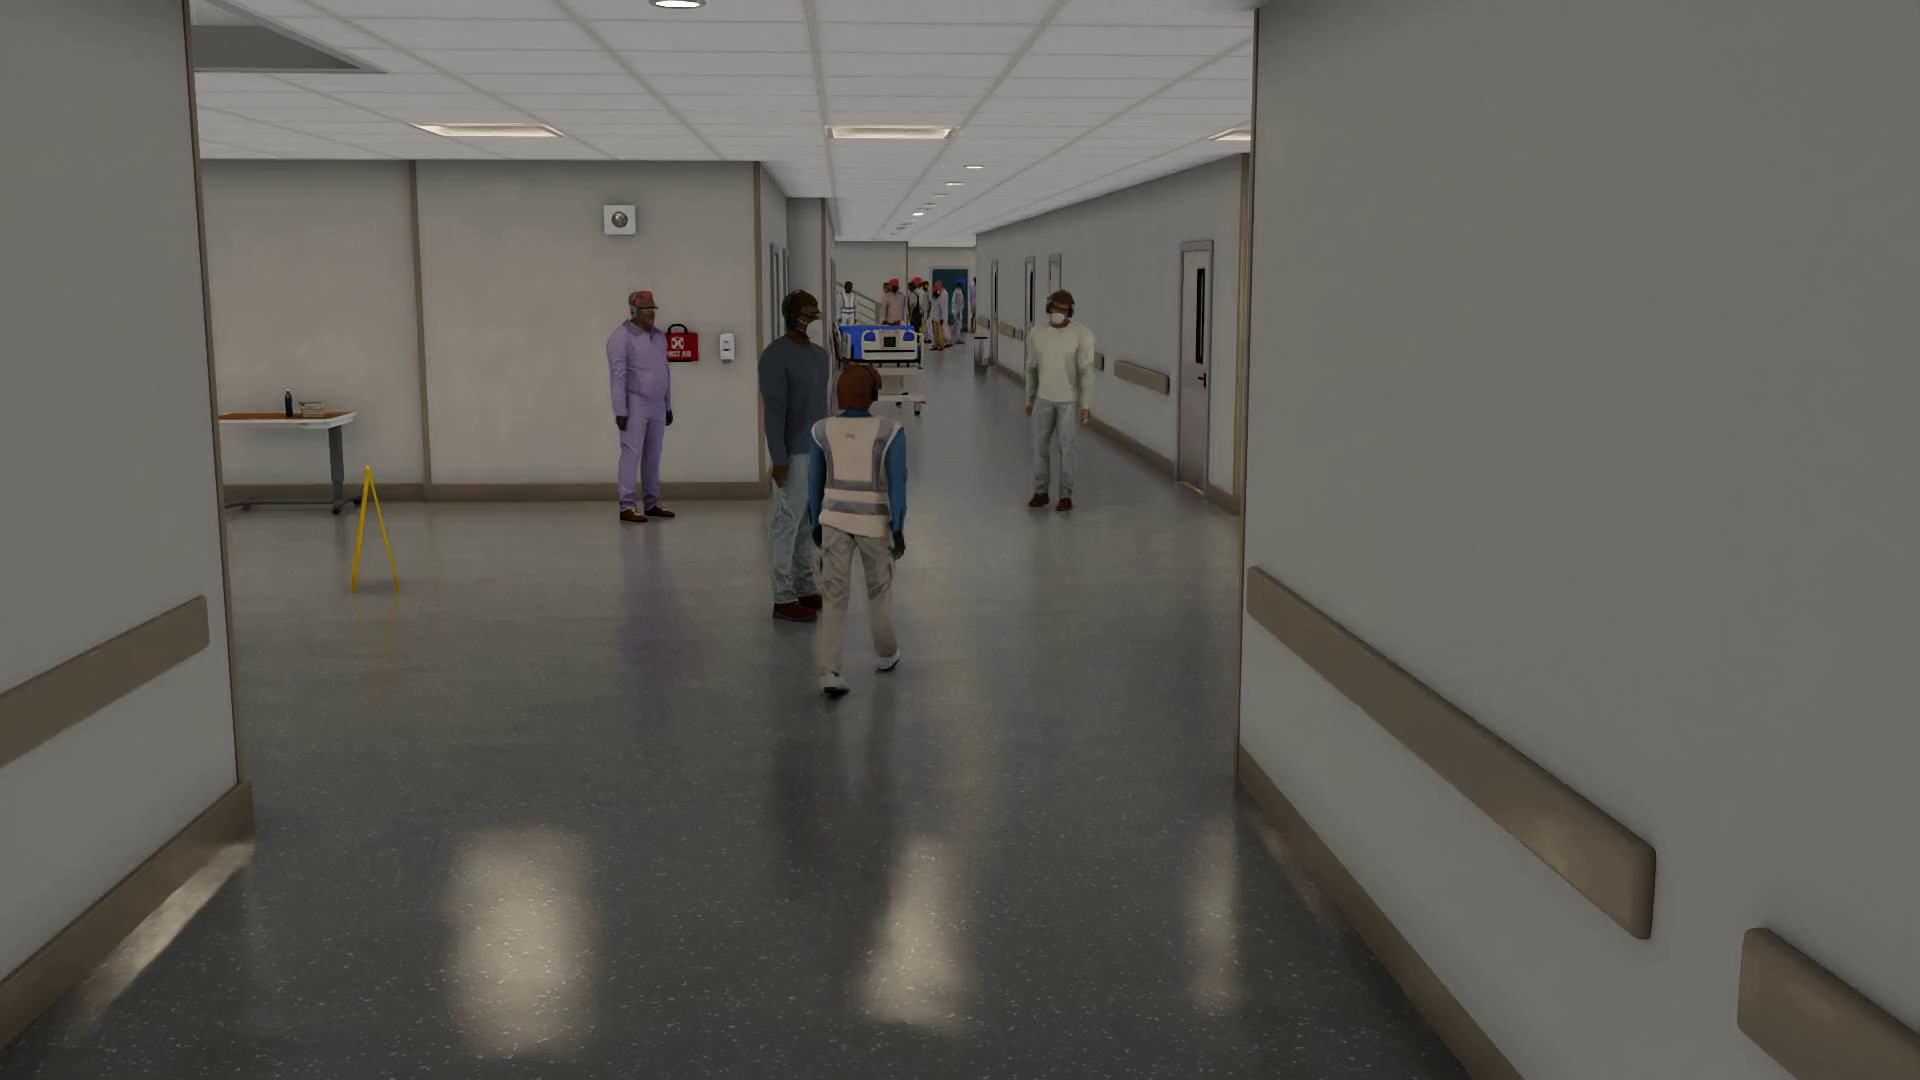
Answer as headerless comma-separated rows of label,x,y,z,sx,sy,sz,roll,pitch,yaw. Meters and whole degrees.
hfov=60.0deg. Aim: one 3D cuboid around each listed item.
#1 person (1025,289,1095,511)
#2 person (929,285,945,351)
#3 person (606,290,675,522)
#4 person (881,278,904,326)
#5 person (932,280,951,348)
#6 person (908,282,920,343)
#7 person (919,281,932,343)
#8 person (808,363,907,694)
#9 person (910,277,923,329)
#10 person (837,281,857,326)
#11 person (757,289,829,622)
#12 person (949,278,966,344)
person,0.854,-1.181,14.211,0.649,1.908,0.516,4,10,25
person,-0.608,-5.953,44.628,0.338,1.752,0.565,-5,10,-28
person,-2.601,-1.098,13.716,0.398,1.900,0.650,5,10,30
person,-1.662,-5.332,40.119,0.627,1.961,0.945,-5,10,-30
person,-0.528,-6.347,46.703,0.410,1.905,0.670,-2,9,-13
person,-1.292,-6.201,45.916,0.344,1.839,0.504,3,10,18
person,-1.017,-6.773,49.439,0.328,1.865,0.520,-4,10,-25
person,-0.505,-0.068,8.170,0.531,1.592,0.888,2,9,13
person,-1.224,-6.512,47.428,0.439,1.974,0.654,-3,10,-19
person,-2.953,-5.856,43.664,0.571,1.875,0.365,-5,10,-30
person,-0.940,-0.498,9.808,0.370,1.939,0.631,4,10,23
person,-0.103,-6.699,48.735,0.586,1.937,0.643,-2,9,-13
